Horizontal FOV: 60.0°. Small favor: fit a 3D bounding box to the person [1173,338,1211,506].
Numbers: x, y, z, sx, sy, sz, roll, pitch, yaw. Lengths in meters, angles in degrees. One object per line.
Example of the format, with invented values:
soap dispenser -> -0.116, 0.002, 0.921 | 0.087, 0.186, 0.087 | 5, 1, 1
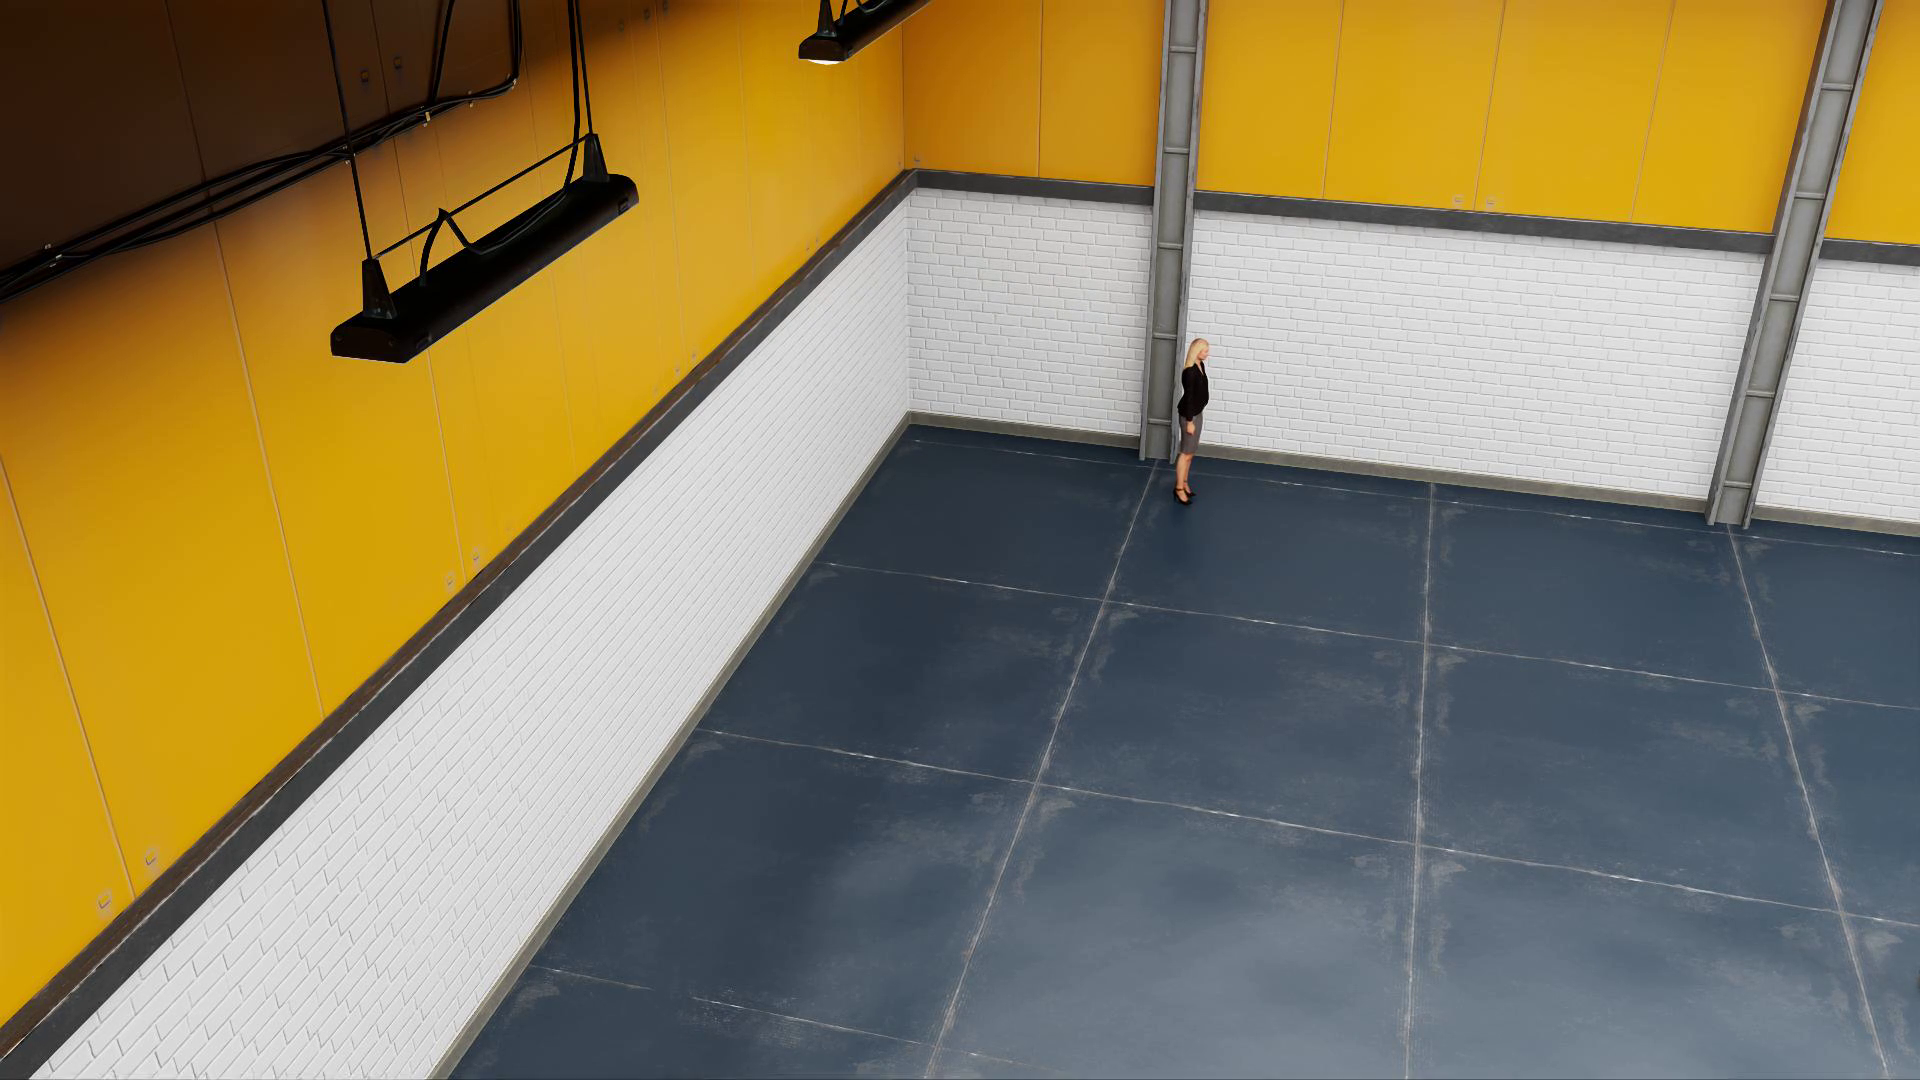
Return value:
person -> 2.409, -1.250, 17.435 | 0.567, 1.840, 0.628 | 10, 30, 18
